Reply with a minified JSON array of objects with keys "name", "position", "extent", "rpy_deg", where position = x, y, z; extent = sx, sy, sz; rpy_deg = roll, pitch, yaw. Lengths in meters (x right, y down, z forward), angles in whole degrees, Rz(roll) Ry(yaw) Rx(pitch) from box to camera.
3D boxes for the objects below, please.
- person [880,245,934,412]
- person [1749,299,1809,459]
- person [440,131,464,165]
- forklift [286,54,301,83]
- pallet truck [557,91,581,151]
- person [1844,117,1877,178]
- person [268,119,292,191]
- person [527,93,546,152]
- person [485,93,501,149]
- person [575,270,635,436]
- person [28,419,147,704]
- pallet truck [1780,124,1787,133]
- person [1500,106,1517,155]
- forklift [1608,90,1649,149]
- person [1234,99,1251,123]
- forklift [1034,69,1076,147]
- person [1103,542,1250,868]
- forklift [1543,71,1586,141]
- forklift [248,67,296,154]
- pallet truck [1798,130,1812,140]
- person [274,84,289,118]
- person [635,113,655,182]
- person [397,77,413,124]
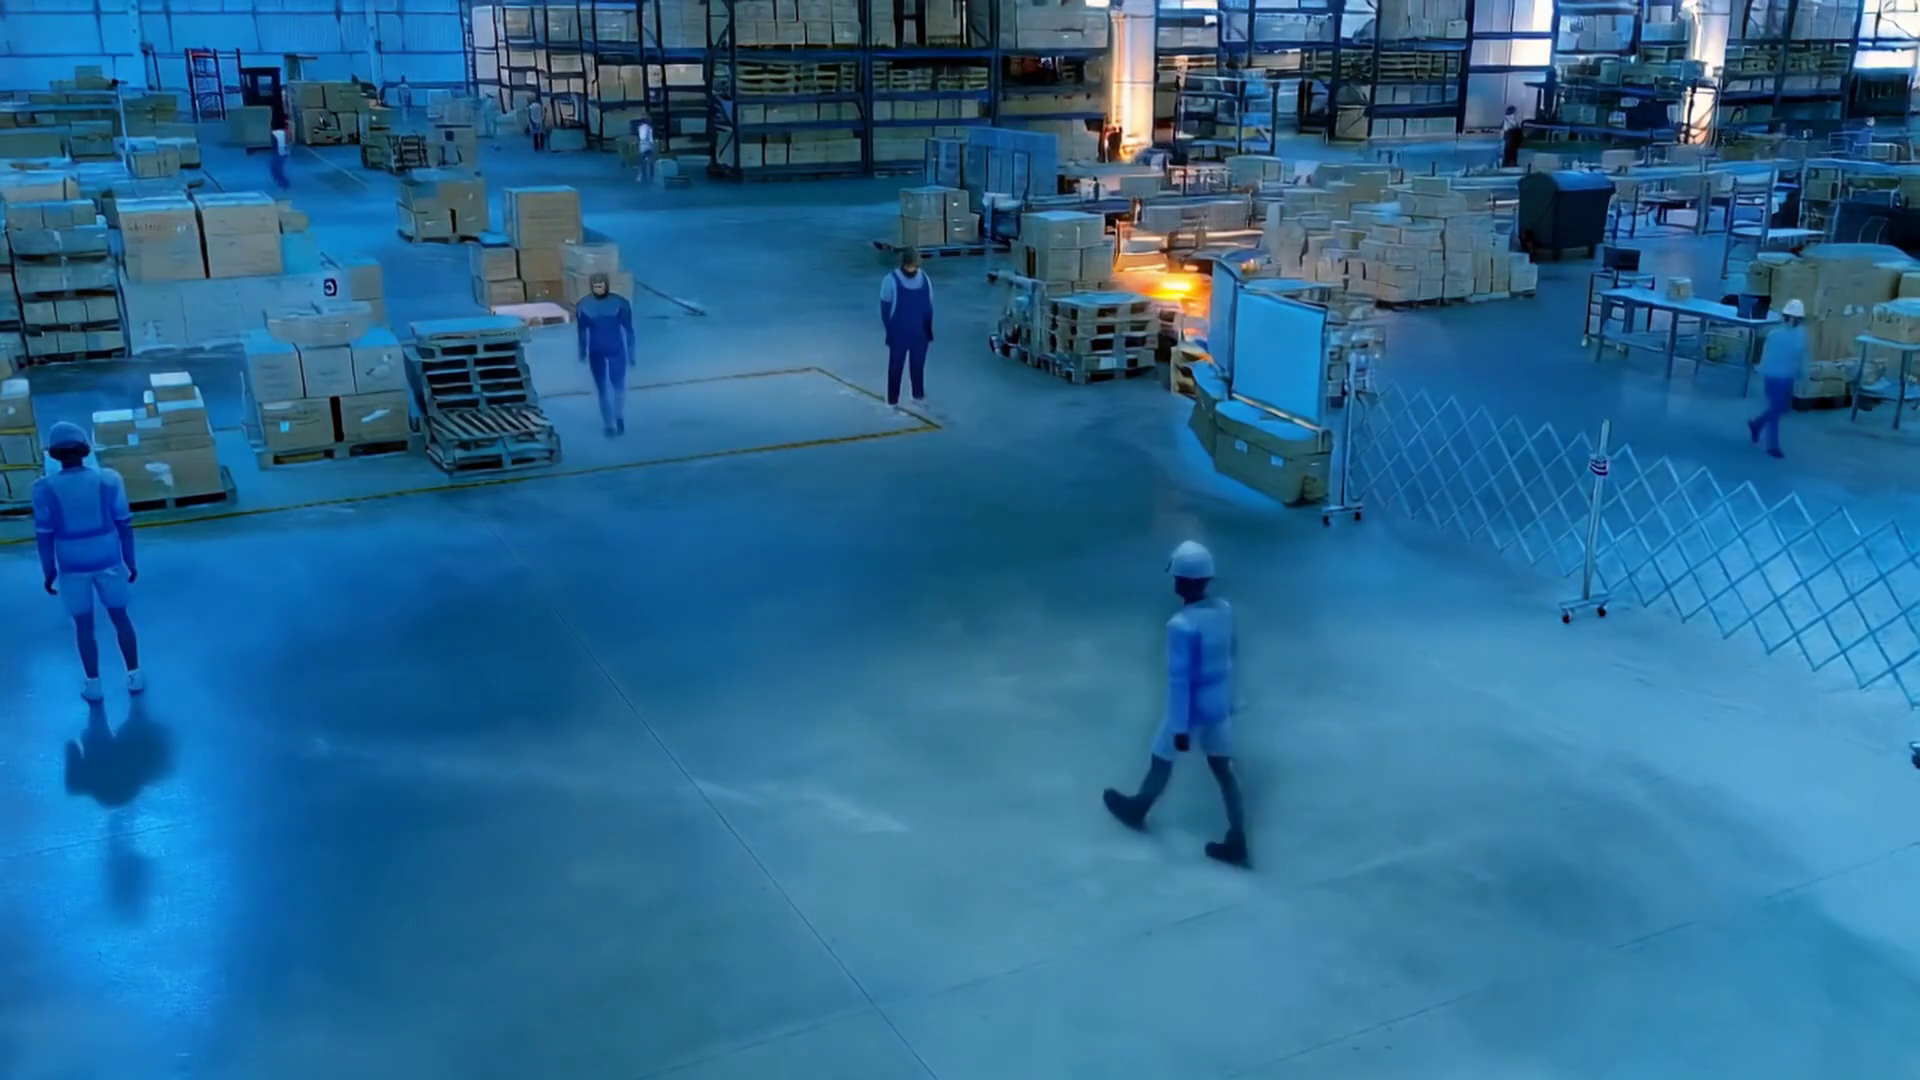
[{"name":"person","position":[-0.599,-2.579,20.229],"extent":[0.674,2.000,0.537],"rpy_deg":[-9,20,-25]},{"name":"person","position":[8.993,-1.813,18.315],"extent":[0.533,1.751,0.687],"rpy_deg":[-5,18,-14]},{"name":"person","position":[-13.291,-9.866,43.569],"extent":[0.548,1.642,0.884],"rpy_deg":[1,18,2]},{"name":"forklift","position":[-28.179,-19.172,70.605],"extent":[1.873,2.768,1.129],"rpy_deg":[-9,20,-26]},{"name":"pallet truck","position":[-13.495,-14.412,57.188],"extent":[0.823,1.965,1.885],"rpy_deg":[-3,18,-9]},{"name":"person","position":[24.854,-10.669,45.703],"extent":[0.614,1.898,1.034],"rpy_deg":[-14,23,-37]},{"name":"person","position":[-18.284,-10.295,44.519],"extent":[0.619,1.892,0.583],"rpy_deg":[1,18,4]},{"name":"person","position":[-14.427,-14.267,56.810],"extent":[0.619,1.938,0.850],"rpy_deg":[-2,18,-6]},{"name":"person","position":[-16.264,-14.578,57.898],"extent":[0.410,1.892,0.739],"rpy_deg":[-10,20,-29]},{"name":"person","position":[-4.051,-2.120,18.985],"extent":[0.658,1.922,0.448],"rpy_deg":[-1,18,-3]},{"name":"person","position":[-6.141,0.151,11.720],"extent":[0.606,2.039,0.395],"rpy_deg":[-11,21,-30]},{"name":"pallet truck","position":[25.206,-12.542,52.601],"extent":[1.601,1.201,0.680],"rpy_deg":[0,18,-2]},{"name":"person","position":[17.909,-13.329,54.322],"extent":[0.512,1.685,0.541],"rpy_deg":[-8,19,-23]},{"name":"forklift","position":[22.546,-14.582,56.296],"extent":[1.873,2.768,1.129],"rpy_deg":[-9,20,-26]},{"name":"person","position":[11.188,-17.137,65.865],"extent":[0.680,1.879,0.485],"rpy_deg":[7,19,20]},{"name":"forklift","position":[2.758,-13.889,54.134],"extent":[1.873,2.768,1.129],"rpy_deg":[-9,20,-26]},{"name":"person","position":[1.308,0.917,9.587],"extent":[0.553,1.879,1.035],"rpy_deg":[-15,23,-39]},{"name":"forklift","position":[18.685,-13.231,52.085],"extent":[1.873,2.768,1.129],"rpy_deg":[-9,20,-26]},{"name":"forklift","position":[-23.317,-14.510,56.071],"extent":[1.129,2.768,1.873],"rpy_deg":[-2,18,-5]},{"name":"pallet truck","position":[25.526,-11.556,49.408],"extent":[1.630,1.274,0.653],"rpy_deg":[-9,20,-26]},{"name":"person","position":[-25.648,-16.222,62.865],"extent":[0.630,1.973,0.625],"rpy_deg":[3,18,8]},{"name":"person","position":[-8.870,-11.014,46.734],"extent":[0.662,1.915,0.554],"rpy_deg":[-17,24,-42]},{"name":"person","position":[-23.444,-18.579,70.301],"extent":[0.639,1.926,0.458],"rpy_deg":[-14,22,-37]}]
